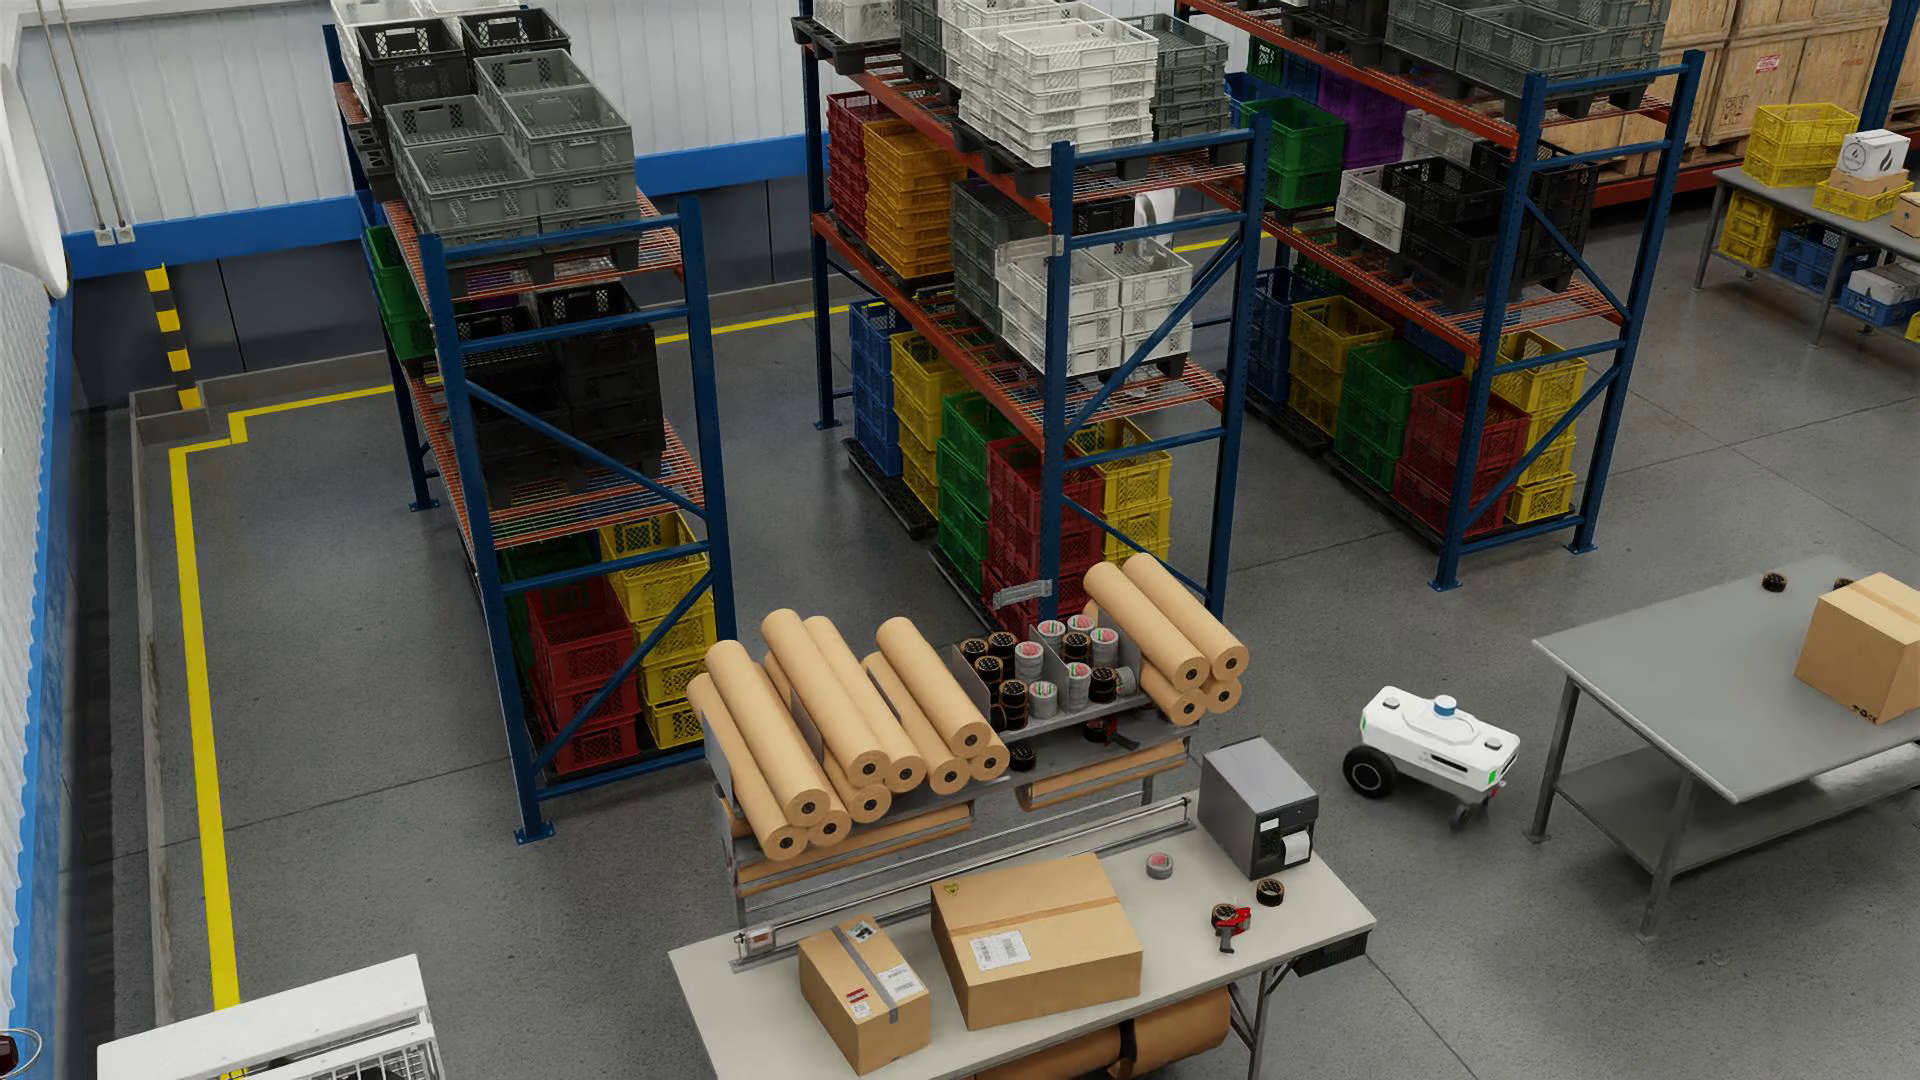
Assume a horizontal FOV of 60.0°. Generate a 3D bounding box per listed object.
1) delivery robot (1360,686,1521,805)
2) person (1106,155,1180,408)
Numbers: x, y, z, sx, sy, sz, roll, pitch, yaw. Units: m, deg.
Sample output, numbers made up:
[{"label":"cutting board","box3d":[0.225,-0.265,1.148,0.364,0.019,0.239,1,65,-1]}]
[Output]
[{"label":"delivery robot","box3d":[2.307,0.969,8.016,0.707,0.478,0.477,22,38,31]},{"label":"person","box3d":[1.248,-1.795,11.337,0.341,1.877,0.587,20,37,29]}]
